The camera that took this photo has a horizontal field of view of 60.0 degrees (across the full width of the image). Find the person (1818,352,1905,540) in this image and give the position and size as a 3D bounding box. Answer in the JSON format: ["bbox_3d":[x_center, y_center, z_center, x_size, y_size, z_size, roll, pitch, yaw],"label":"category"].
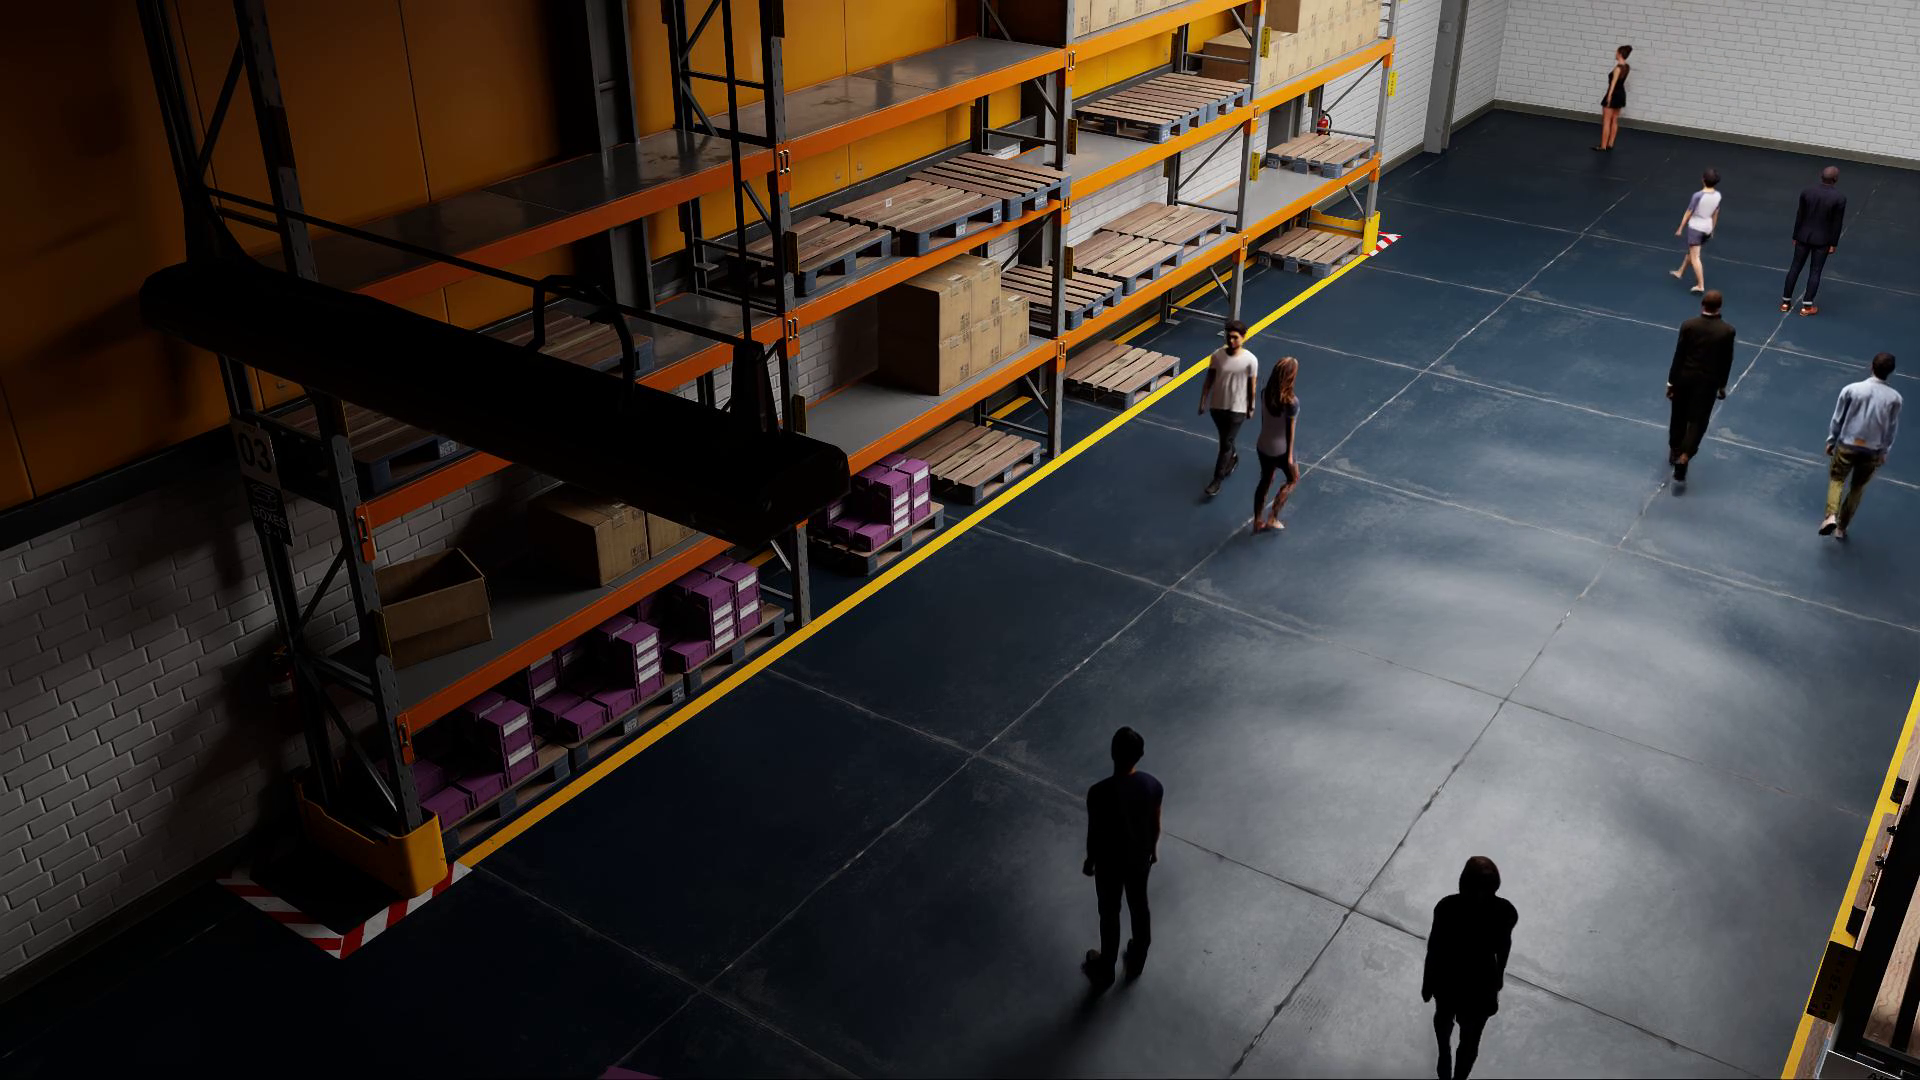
[{"bbox_3d":[8.086,-0.791,14.971,0.725,1.797,0.869,16,32,26],"label":"person"}]

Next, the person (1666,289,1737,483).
[{"bbox_3d":[7.153,-1.482,16.154,0.721,1.877,1.191,16,32,27],"label":"person"}]

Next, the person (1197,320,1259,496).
[{"bbox_3d":[2.627,-1.337,16.095,0.657,1.679,1.092,17,33,28],"label":"person"}]

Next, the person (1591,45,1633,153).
[{"bbox_3d":[10.493,-7.057,26.583,0.572,1.677,0.697,-25,37,-38],"label":"person"}]

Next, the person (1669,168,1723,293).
[{"bbox_3d":[9.323,-3.865,20.894,1.026,1.520,1.033,-7,29,-13],"label":"person"}]

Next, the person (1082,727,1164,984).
[{"bbox_3d":[0.986,1.909,10.025,0.688,1.793,0.777,-8,30,-15],"label":"person"}]

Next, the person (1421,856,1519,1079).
[{"bbox_3d":[2.799,2.378,9.275,0.733,1.688,0.821,6,29,11],"label":"person"}]

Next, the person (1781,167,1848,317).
[{"bbox_3d":[10.346,-3.633,20.159,0.727,1.819,0.652,25,37,38],"label":"person"}]

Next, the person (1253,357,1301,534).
[{"bbox_3d":[2.802,-0.819,15.106,0.723,1.717,0.717,-17,33,-28],"label":"person"}]
